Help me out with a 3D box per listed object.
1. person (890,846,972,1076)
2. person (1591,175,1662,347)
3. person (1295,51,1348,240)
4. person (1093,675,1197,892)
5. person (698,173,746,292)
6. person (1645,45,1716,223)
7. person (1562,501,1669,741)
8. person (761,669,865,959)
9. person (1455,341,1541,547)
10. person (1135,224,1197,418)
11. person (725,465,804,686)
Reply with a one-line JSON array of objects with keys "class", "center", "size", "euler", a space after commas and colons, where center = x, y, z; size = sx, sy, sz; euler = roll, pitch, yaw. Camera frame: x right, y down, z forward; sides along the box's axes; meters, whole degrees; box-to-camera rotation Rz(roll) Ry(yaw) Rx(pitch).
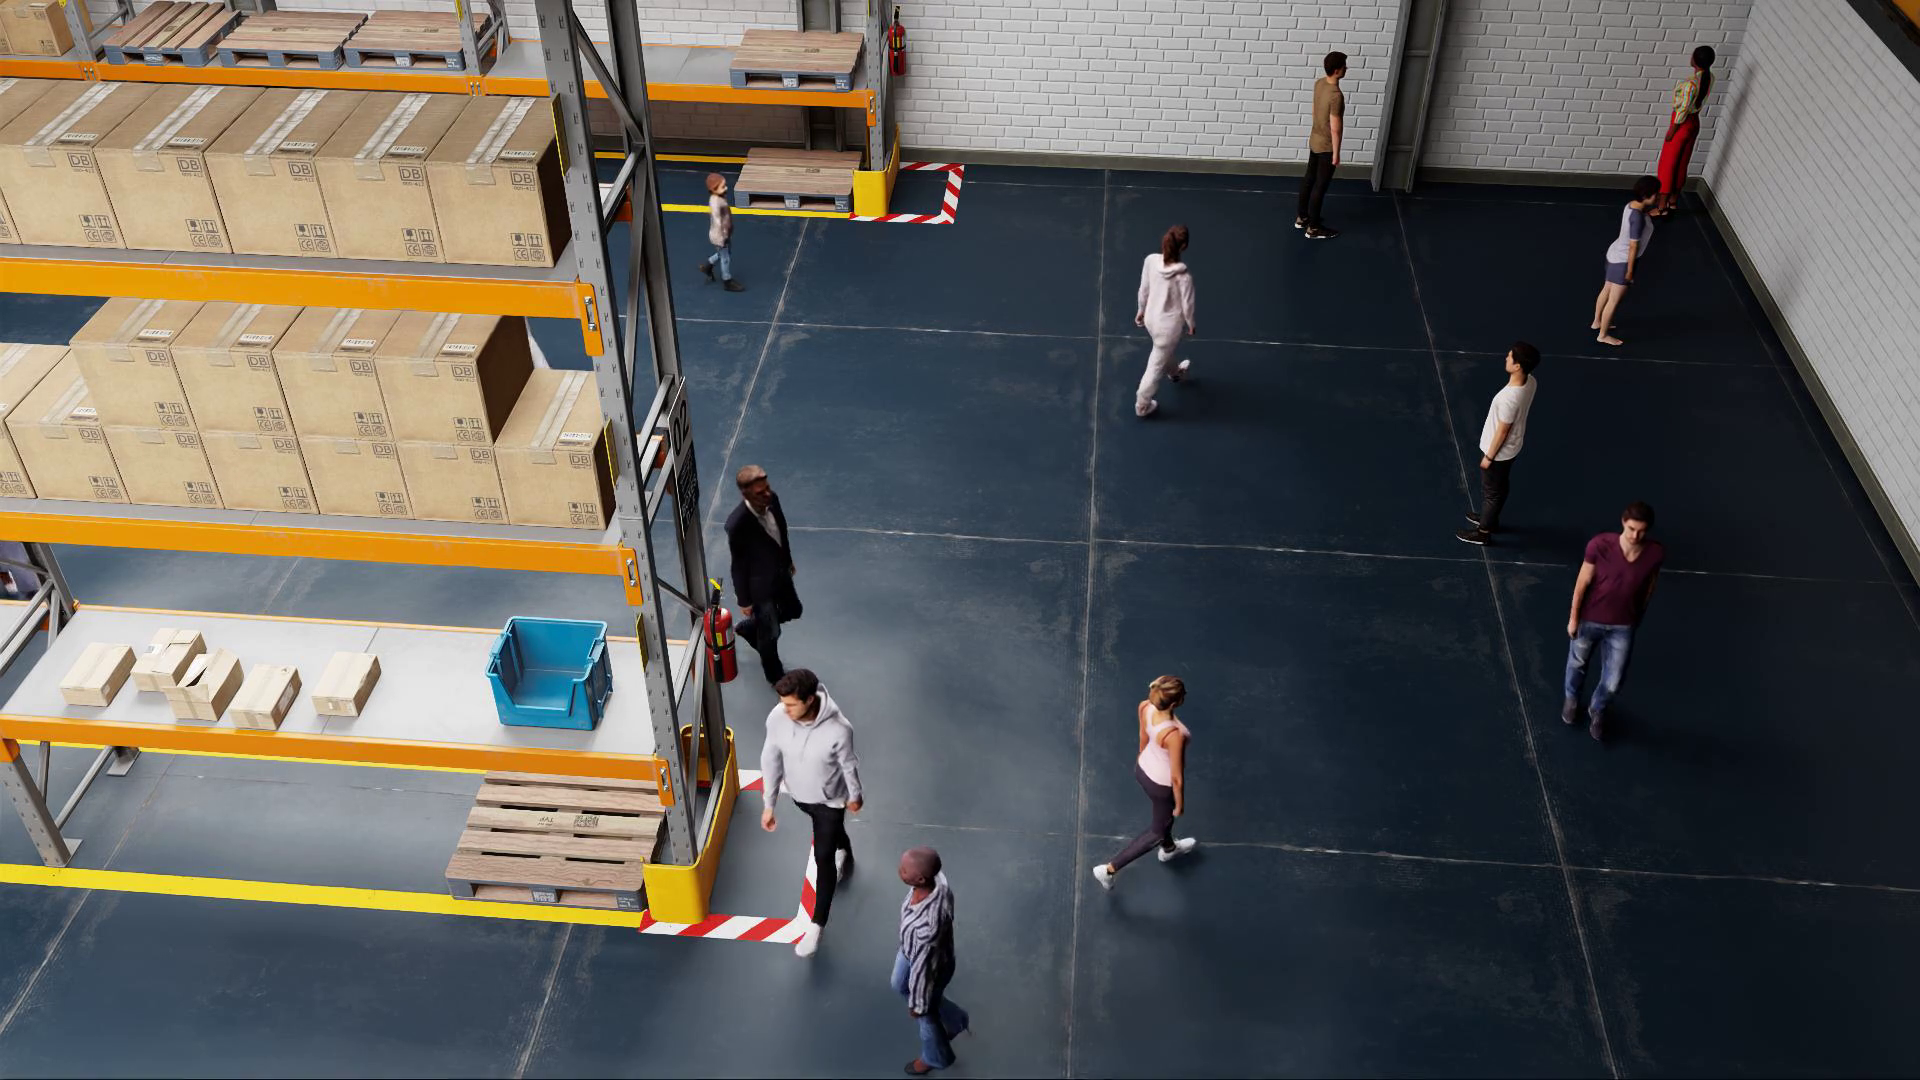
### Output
[{"class": "person", "center": [-0.076, 2.212, 8.629], "size": [0.718, 1.785, 0.694], "euler": [-4, 39, -5]}, {"class": "person", "center": [5.875, -2.499, 14.702], "size": [0.523, 1.567, 0.562], "euler": [5, 39, 6]}, {"class": "person", "center": [3.533, -3.850, 16.166], "size": [0.685, 1.851, 0.730], "euler": [-9, 39, -11]}, {"class": "person", "center": [1.105, 1.430, 9.740], "size": [1.085, 1.620, 0.889], "euler": [-17, 42, -20]}, {"class": "person", "center": [-2.264, -2.863, 15.463], "size": [0.663, 1.186, 0.486], "euler": [4, 39, 5]}, {"class": "person", "center": [7.124, -4.010, 16.413], "size": [0.665, 1.793, 0.732], "euler": [-26, 45, -29]}, {"class": "person", "center": [4.194, 0.436, 10.810], "size": [0.688, 1.838, 0.777], "euler": [11, 40, 14]}, {"class": "person", "center": [-0.796, 1.371, 9.613], "size": [1.190, 1.871, 0.946], "euler": [12, 40, 14]}, {"class": "person", "center": [4.036, -0.721, 12.351], "size": [0.698, 1.723, 0.702], "euler": [22, 44, 25]}, {"class": "person", "center": [1.626, -1.768, 13.718], "size": [1.105, 1.653, 1.065], "euler": [-30, 47, -32]}, {"class": "person", "center": [-1.360, 0.211, 11.119], "size": [0.983, 1.803, 0.902], "euler": [20, 43, 23]}]
